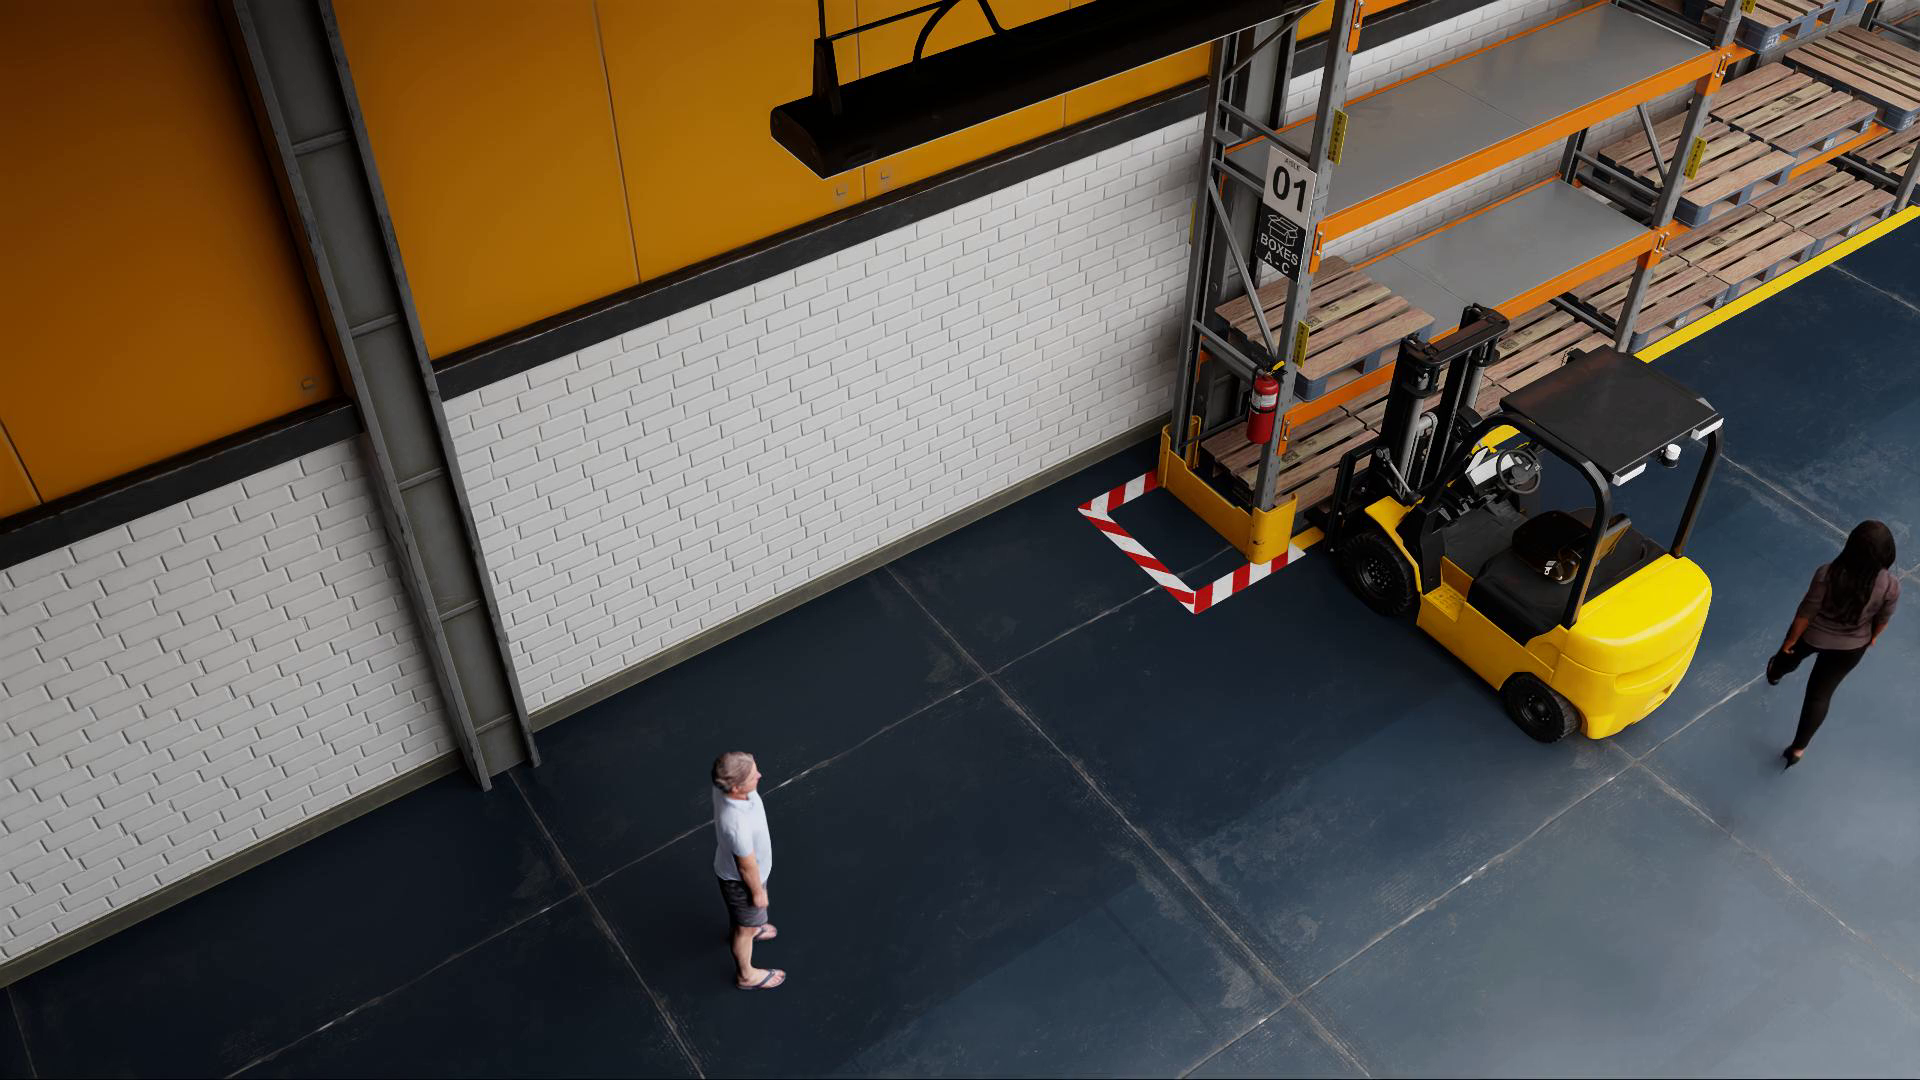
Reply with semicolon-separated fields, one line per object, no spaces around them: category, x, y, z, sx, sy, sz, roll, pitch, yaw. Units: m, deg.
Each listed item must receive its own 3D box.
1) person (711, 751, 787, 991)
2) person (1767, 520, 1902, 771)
person;-1.190;1.768;9.039;0.705;1.829;0.713;-6;44;-6
person;5.302;0.707;10.180;1.076;1.791;1.245;16;46;16
